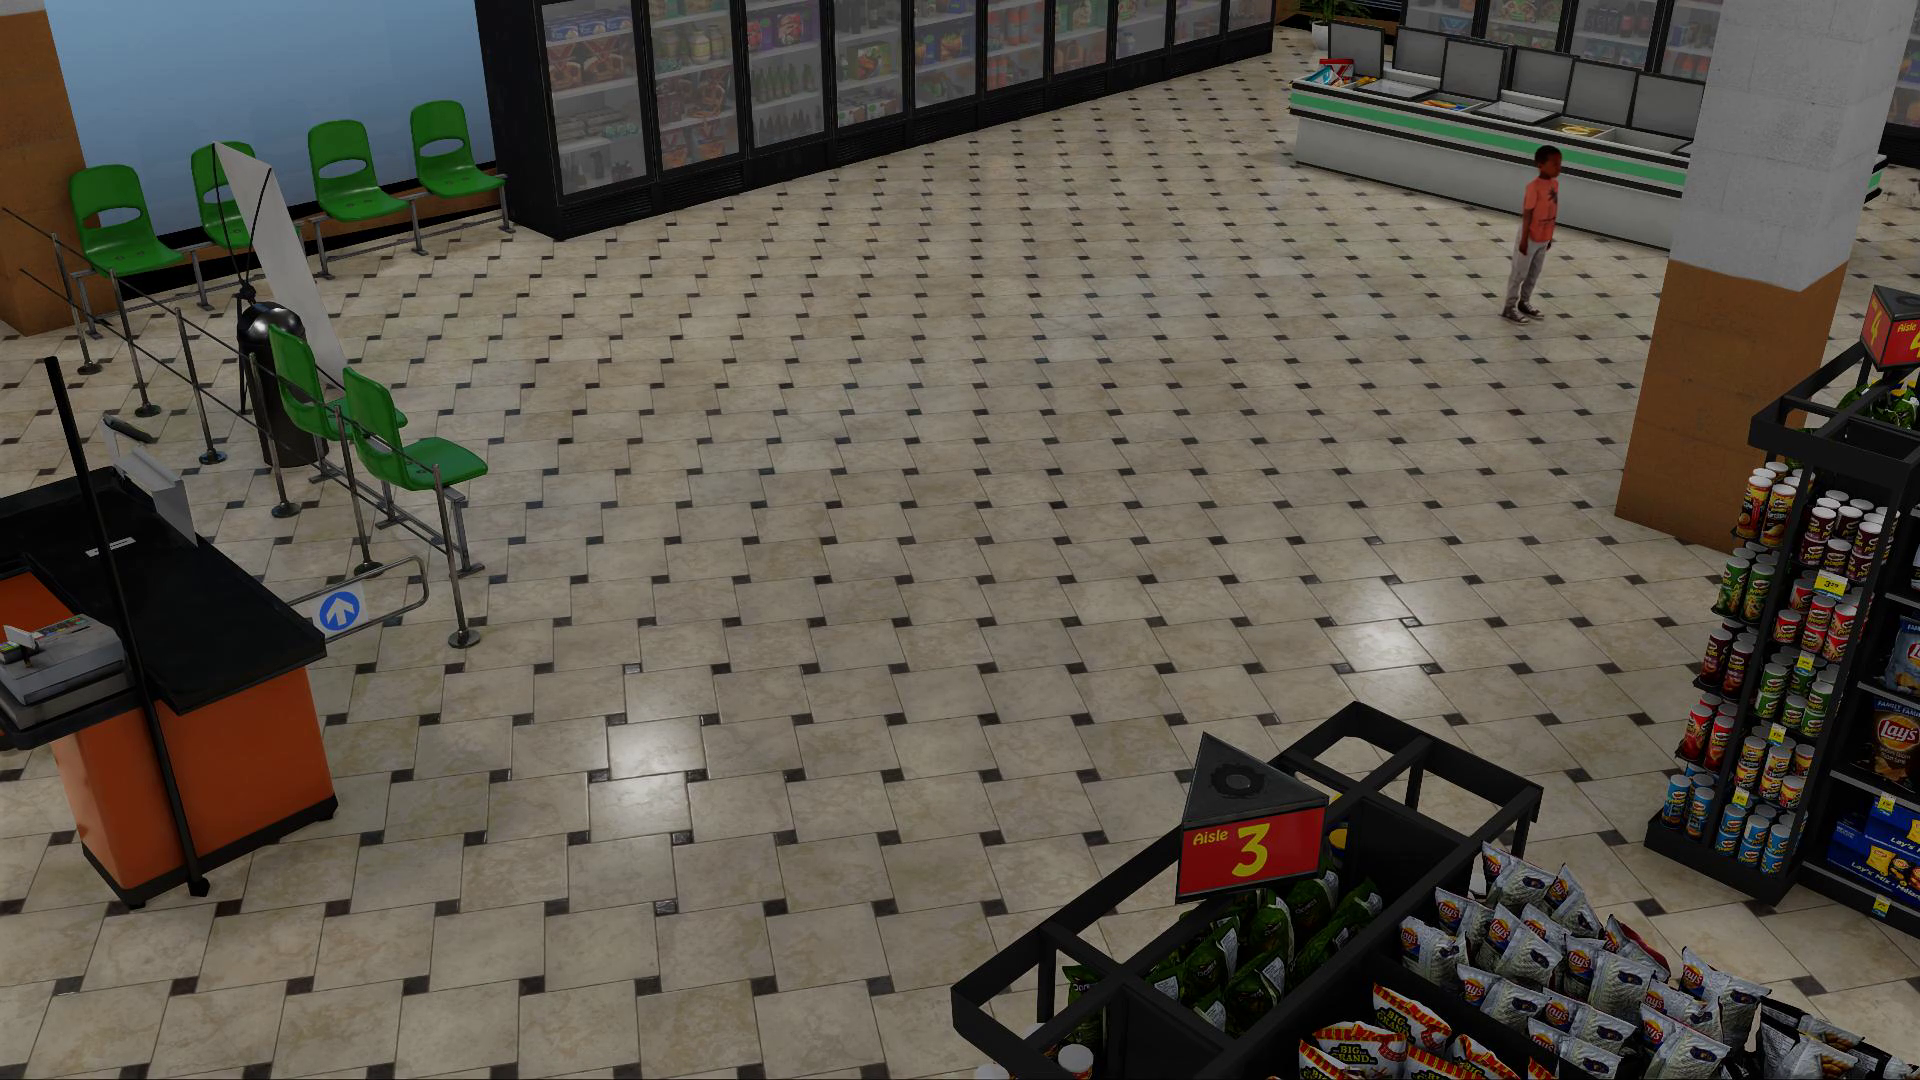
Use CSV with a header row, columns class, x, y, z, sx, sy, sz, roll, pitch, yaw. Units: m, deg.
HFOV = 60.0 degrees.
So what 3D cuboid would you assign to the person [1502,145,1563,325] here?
class,x,y,z,sx,sy,sz,roll,pitch,yaw
person,4.198,-2.245,12.188,0.511,1.308,0.524,-17,33,-28
